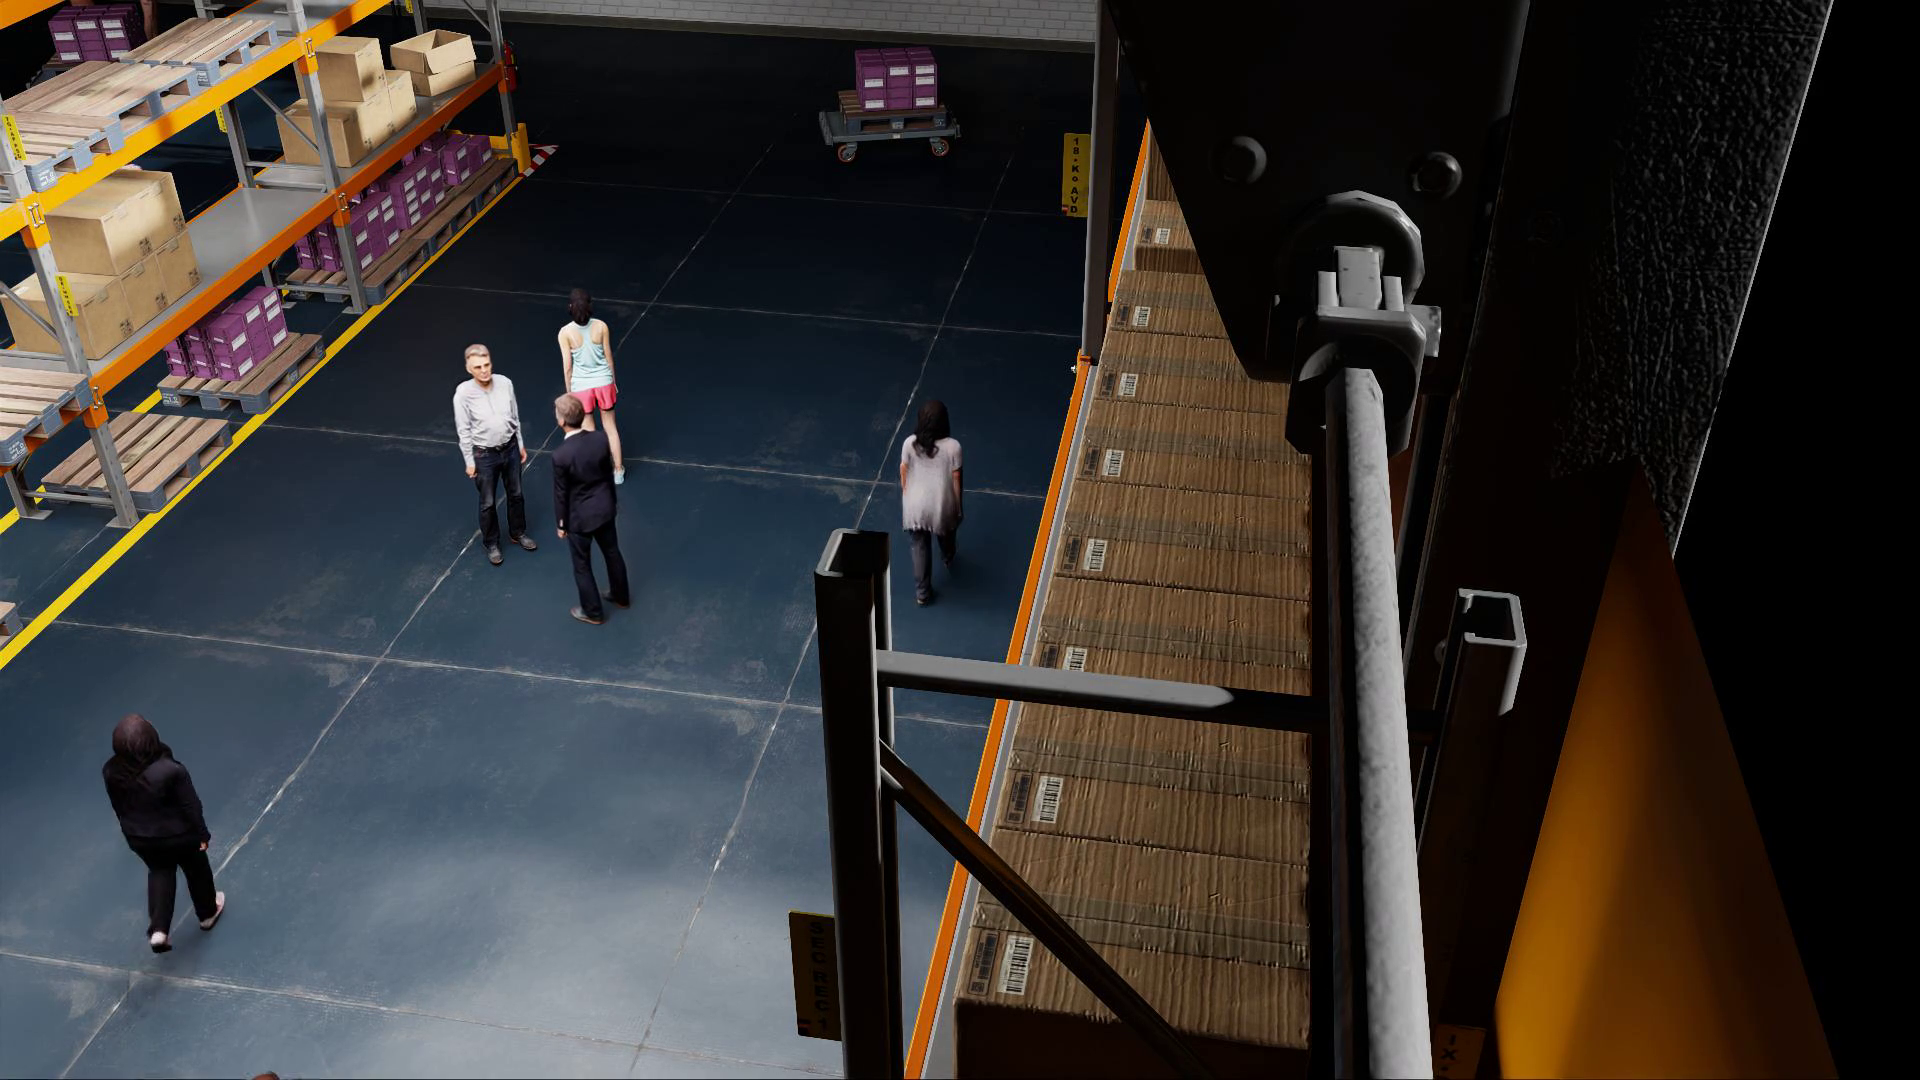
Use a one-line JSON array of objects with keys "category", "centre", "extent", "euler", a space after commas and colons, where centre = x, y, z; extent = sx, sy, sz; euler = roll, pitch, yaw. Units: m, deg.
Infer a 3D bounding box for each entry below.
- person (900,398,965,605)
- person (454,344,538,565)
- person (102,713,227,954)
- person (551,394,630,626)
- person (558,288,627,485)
[{"category": "person", "centre": [-0.225, -0.250, 12.263], "extent": [0.655, 1.571, 0.966], "euler": [4, 34, 6]}, {"category": "person", "centre": [-3.554, -0.690, 12.702], "extent": [0.718, 1.818, 0.792], "euler": [-24, 40, -31]}, {"category": "person", "centre": [-4.487, 1.687, 9.317], "extent": [0.746, 1.606, 0.920], "euler": [-1, 34, -2]}, {"category": "person", "centre": [-2.691, -0.224, 12.008], "extent": [0.827, 1.811, 0.716], "euler": [26, 42, 34]}, {"category": "person", "centre": [-3.006, -1.242, 13.582], "extent": [0.683, 1.764, 0.715], "euler": [-13, 36, -19]}]
